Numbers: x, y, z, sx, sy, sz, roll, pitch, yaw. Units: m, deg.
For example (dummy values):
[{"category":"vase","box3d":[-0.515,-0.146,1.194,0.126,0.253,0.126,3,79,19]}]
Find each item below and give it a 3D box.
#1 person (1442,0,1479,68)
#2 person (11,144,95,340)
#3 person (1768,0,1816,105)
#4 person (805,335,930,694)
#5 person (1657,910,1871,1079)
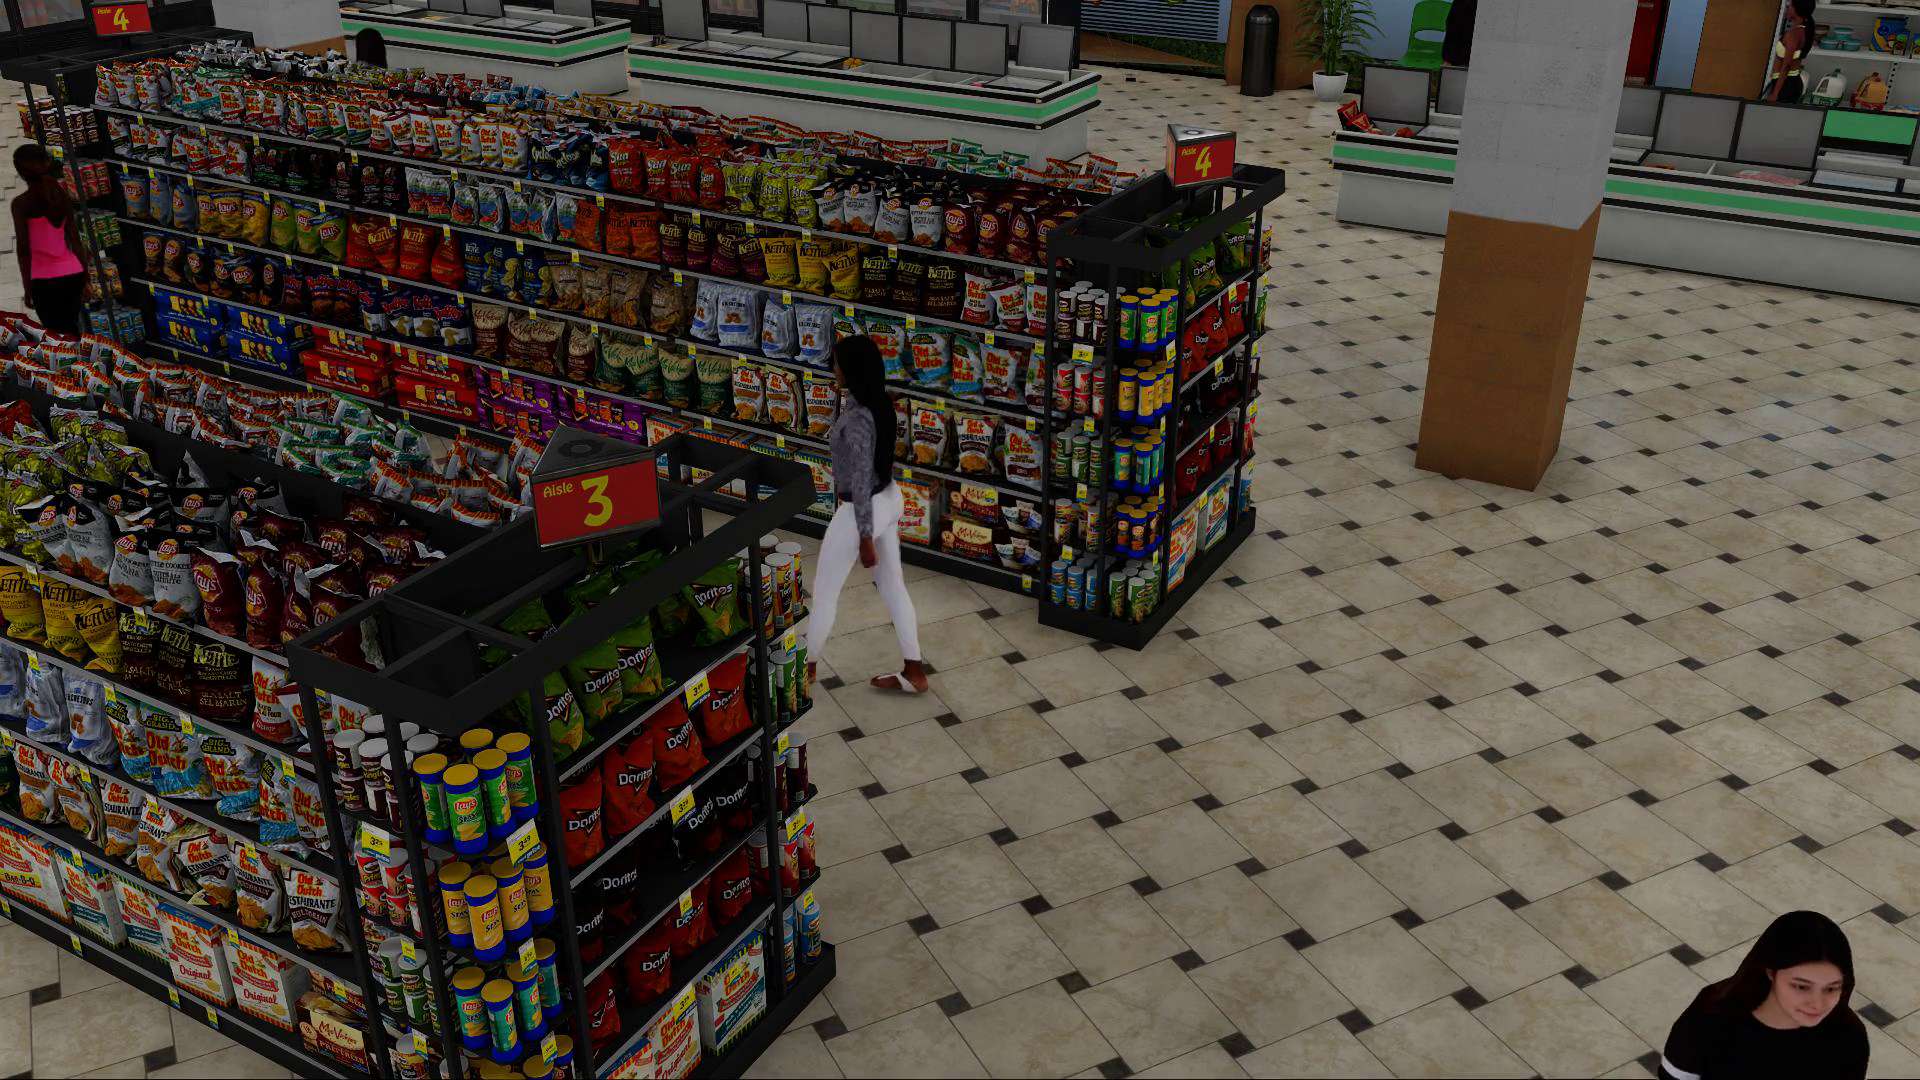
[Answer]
[{"category":"person","box3d":[4.967,-4.796,16.488,0.622,1.839,0.756,20,33,34]},{"category":"person","box3d":[-5.517,-1.564,10.261,0.971,1.707,0.576,14,30,25]},{"category":"person","box3d":[7.545,-4.082,15.173,0.602,1.754,0.620,24,35,38]},{"category":"person","box3d":[-0.319,-0.061,7.308,1.072,1.697,0.786,7,28,13]},{"category":"person","box3d":[1.934,1.539,4.236,0.879,1.620,0.882,1,27,2]}]
